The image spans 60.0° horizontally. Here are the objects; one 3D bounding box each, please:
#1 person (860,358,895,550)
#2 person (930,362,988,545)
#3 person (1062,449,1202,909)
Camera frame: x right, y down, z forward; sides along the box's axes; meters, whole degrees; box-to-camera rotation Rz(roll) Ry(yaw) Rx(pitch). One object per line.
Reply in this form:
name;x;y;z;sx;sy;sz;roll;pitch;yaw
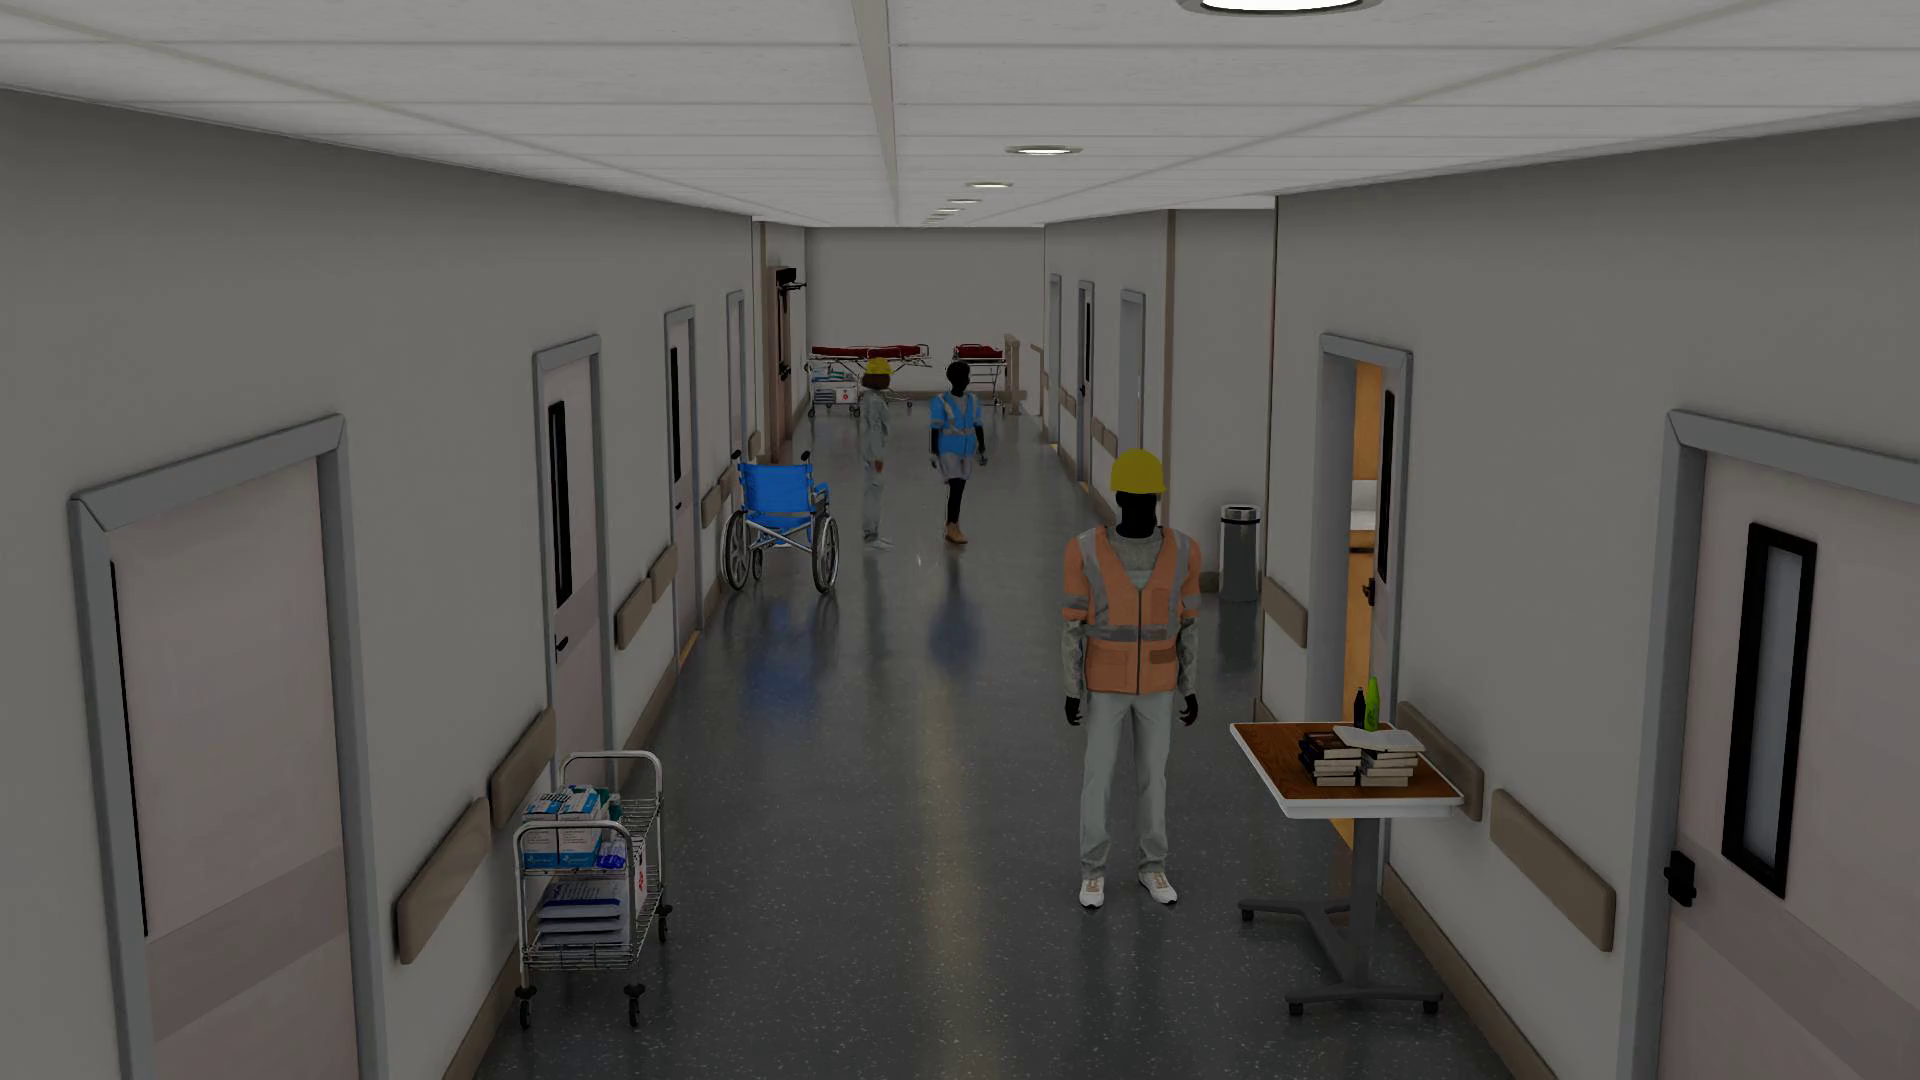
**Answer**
person;-0.748;-0.781;15.105;0.331;1.735;0.532;-2;10;-9
person;0.026;-0.792;15.260;0.550;1.673;0.611;-8;13;-37
person;0.717;0.578;6.950;0.590;1.930;0.359;-1;10;-7
